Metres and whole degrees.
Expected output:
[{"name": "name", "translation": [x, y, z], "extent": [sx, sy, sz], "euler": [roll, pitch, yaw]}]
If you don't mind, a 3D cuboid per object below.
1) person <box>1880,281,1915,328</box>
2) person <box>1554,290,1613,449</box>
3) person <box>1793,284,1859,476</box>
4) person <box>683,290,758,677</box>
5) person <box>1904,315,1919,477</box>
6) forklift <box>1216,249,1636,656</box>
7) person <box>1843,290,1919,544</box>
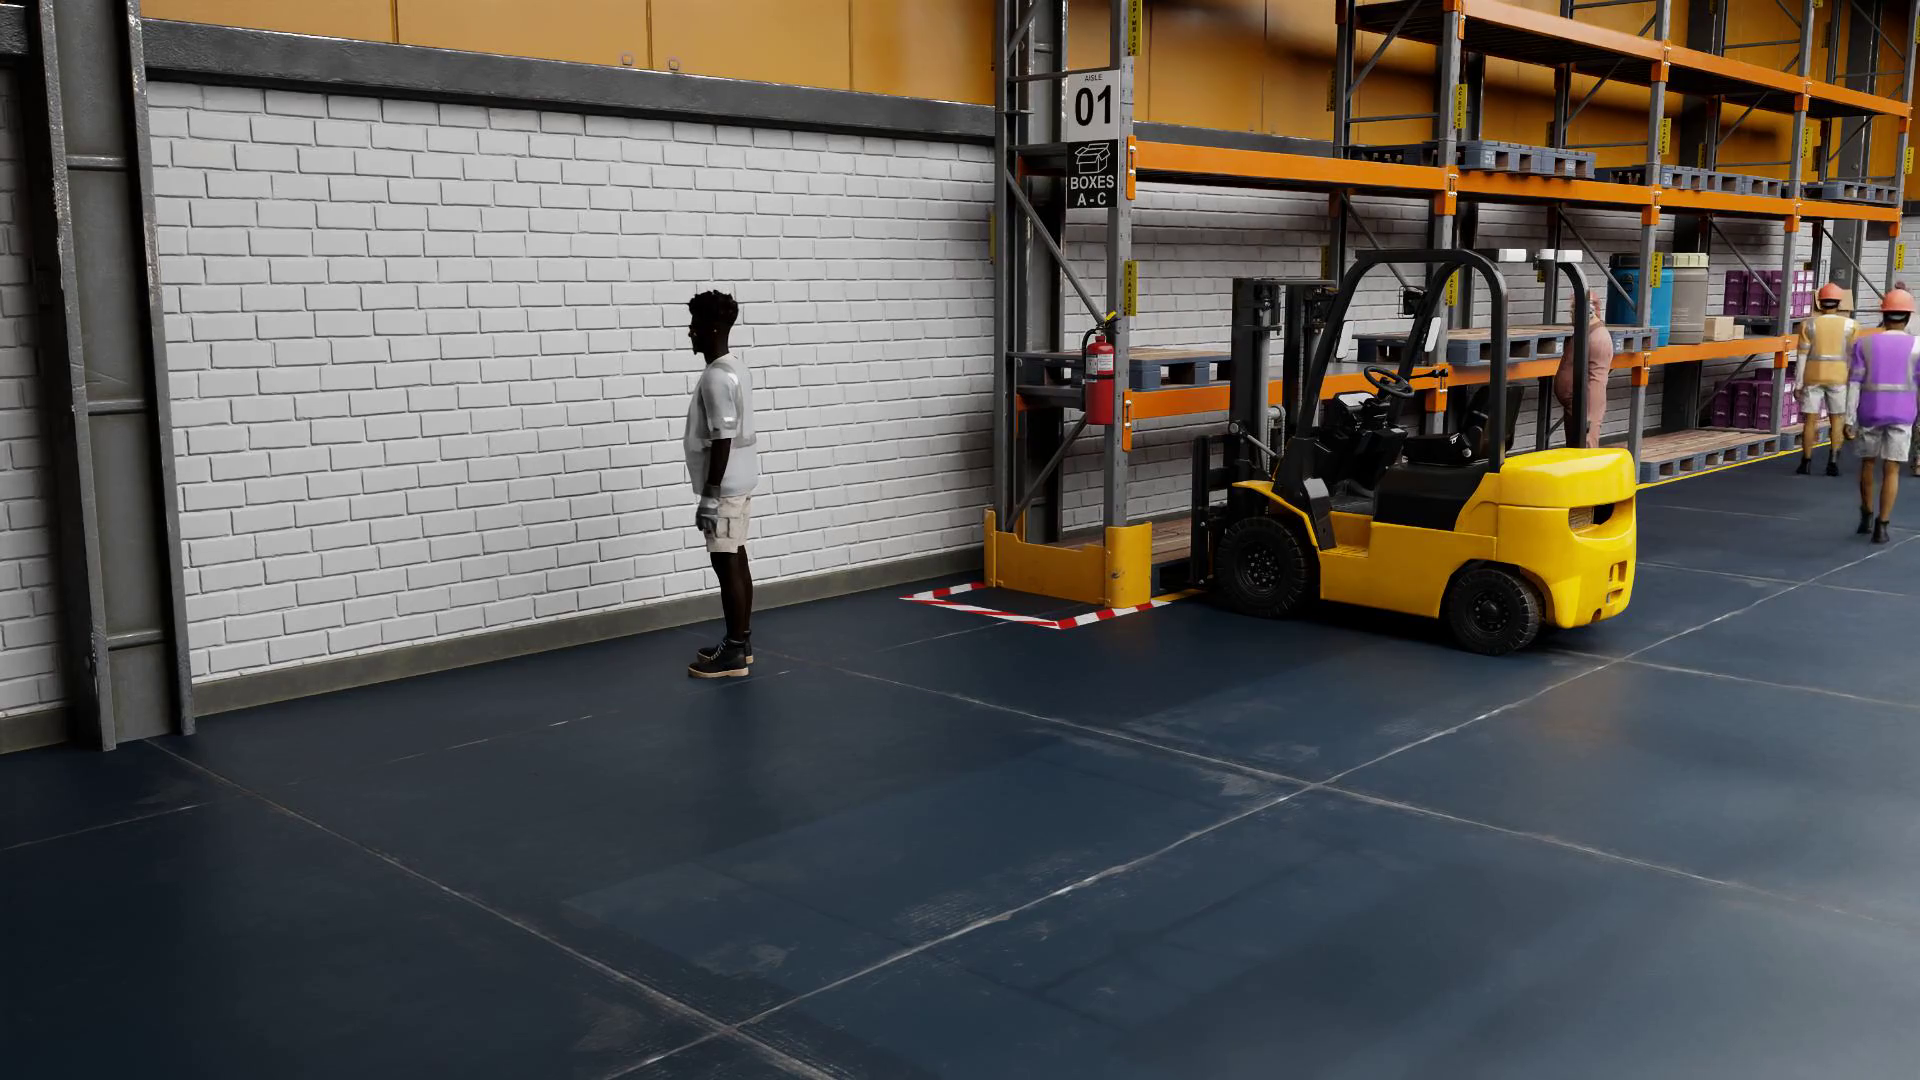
[{"name": "person", "translation": [13.912, -2.899, 24.757], "extent": [0.653, 1.893, 0.695], "euler": [-7, 12, -37]}, {"name": "person", "translation": [4.903, -1.018, 13.158], "extent": [0.410, 1.912, 0.643], "euler": [2, 9, 10]}, {"name": "person", "translation": [8.674, -1.599, 16.691], "extent": [0.551, 1.923, 0.535], "euler": [4, 10, 22]}, {"name": "person", "translation": [-1.220, -0.285, 8.483], "extent": [0.366, 1.967, 0.602], "euler": [0, 9, 3]}, {"name": "person", "translation": [9.810, -1.606, 16.855], "extent": [0.635, 1.895, 1.038], "euler": [7, 12, 37]}, {"name": "forklift", "translation": [2.710, -0.584, 9.626], "extent": [2.313, 2.155, 1.214], "euler": [9, 13, 43]}, {"name": "person", "translation": [7.108, -0.949, 12.731], "extent": [0.576, 1.905, 0.794], "euler": [6, 11, 32]}]
